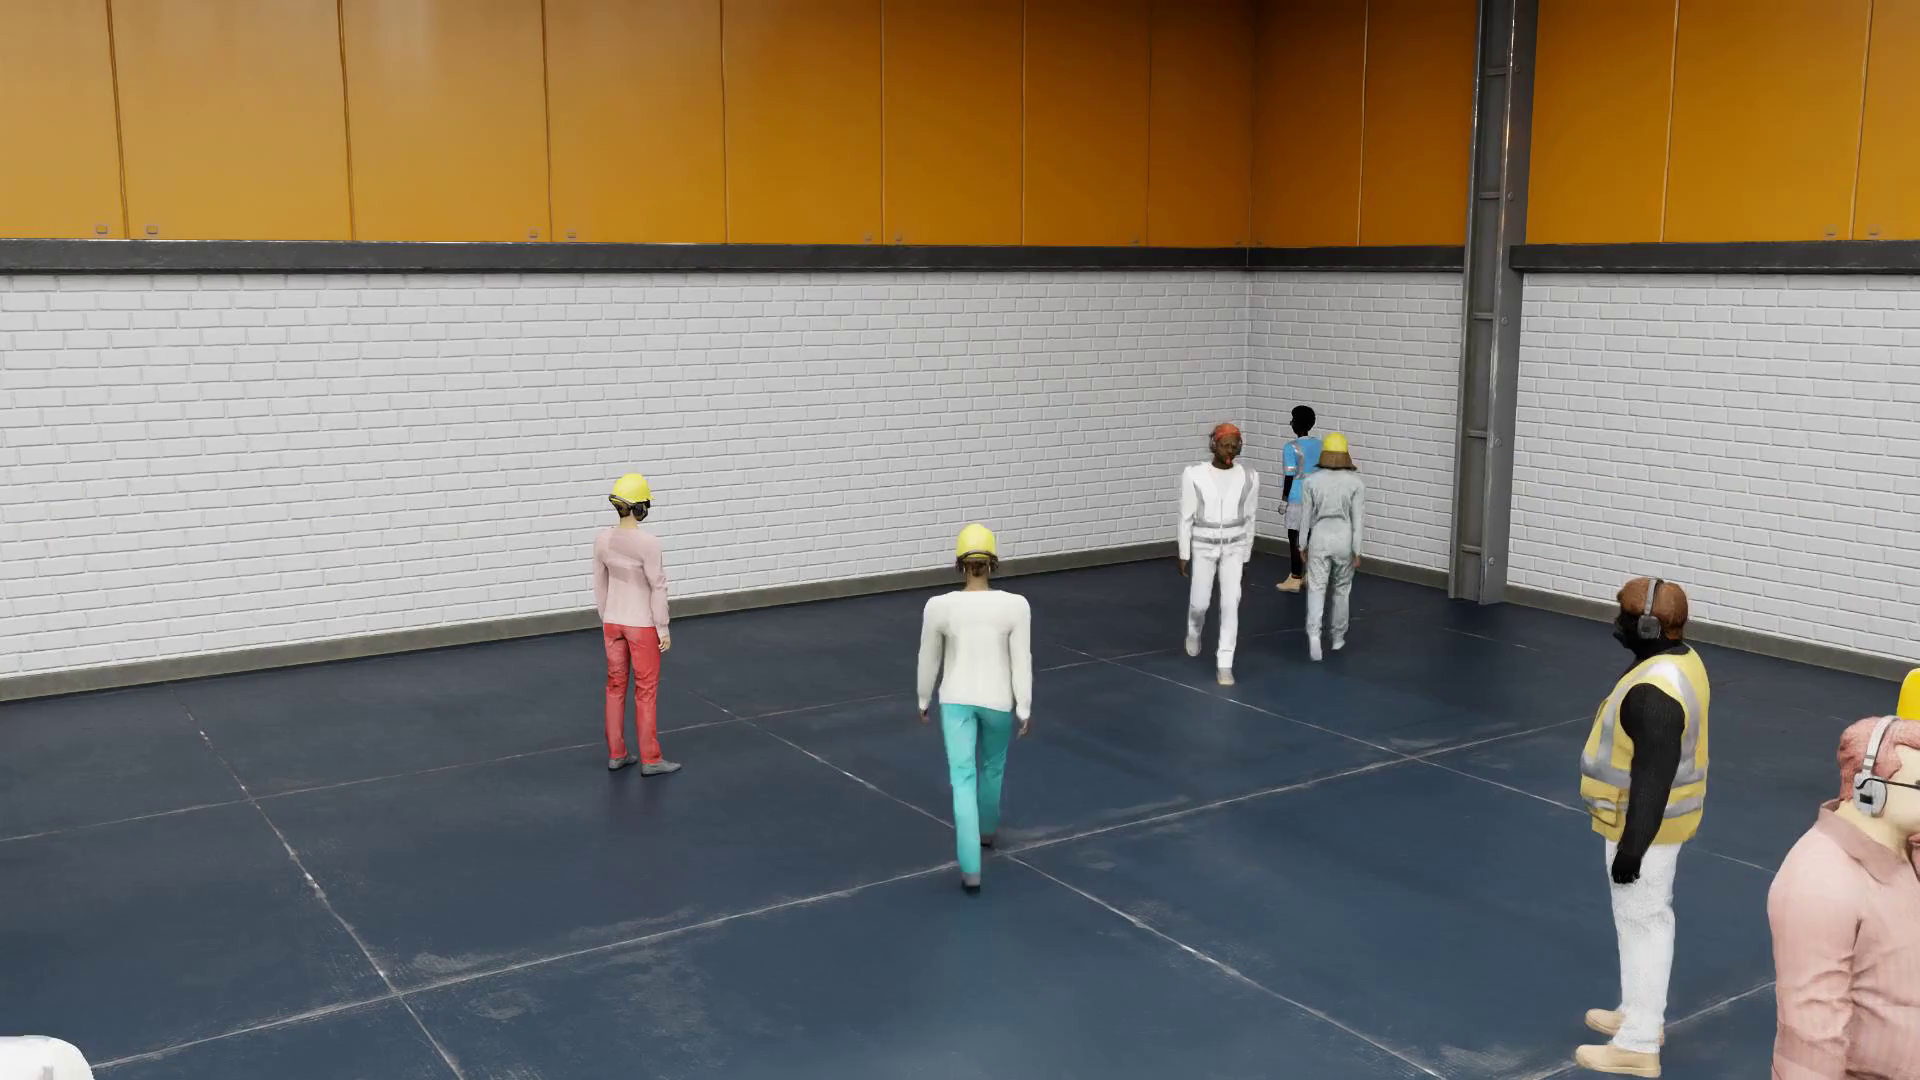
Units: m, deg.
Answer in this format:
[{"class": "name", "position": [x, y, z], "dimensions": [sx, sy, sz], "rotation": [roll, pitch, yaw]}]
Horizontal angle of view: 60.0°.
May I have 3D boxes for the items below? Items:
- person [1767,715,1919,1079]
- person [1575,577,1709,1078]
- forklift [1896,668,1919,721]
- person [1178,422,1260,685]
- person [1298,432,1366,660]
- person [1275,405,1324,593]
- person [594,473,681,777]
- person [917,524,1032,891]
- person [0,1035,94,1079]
[{"class": "person", "position": [2.190, 1.356, 4.044], "dimensions": [0.408, 1.907, 0.645], "rotation": [9, 13, 43]}, {"class": "person", "position": [2.504, 1.042, 6.129], "dimensions": [0.429, 1.842, 0.632], "rotation": [5, 11, 28]}, {"class": "forklift", "position": [5.511, 0.571, 7.906], "dimensions": [2.313, 2.155, 1.214], "rotation": [-6, 11, -33]}, {"class": "person", "position": [1.841, 0.067, 11.953], "dimensions": [0.578, 1.859, 0.726], "rotation": [0, 9, 2]}, {"class": "person", "position": [2.800, 0.042, 12.578], "dimensions": [0.486, 1.709, 0.810], "rotation": [3, 10, 16]}, {"class": "person", "position": [3.089, -0.373, 15.088], "dimensions": [0.535, 1.697, 0.318], "rotation": [-9, 13, -42]}, {"class": "person", "position": [-1.890, 0.492, 9.667], "dimensions": [0.523, 1.769, 0.313], "rotation": [6, 11, 31]}, {"class": "person", "position": [0.067, 0.774, 8.107], "dimensions": [0.548, 1.710, 0.925], "rotation": [0, 9, -1]}, {"class": "person", "position": [-1.756, 1.521, 2.845], "dimensions": [0.638, 2.008, 1.010], "rotation": [-7, 12, -35]}]
